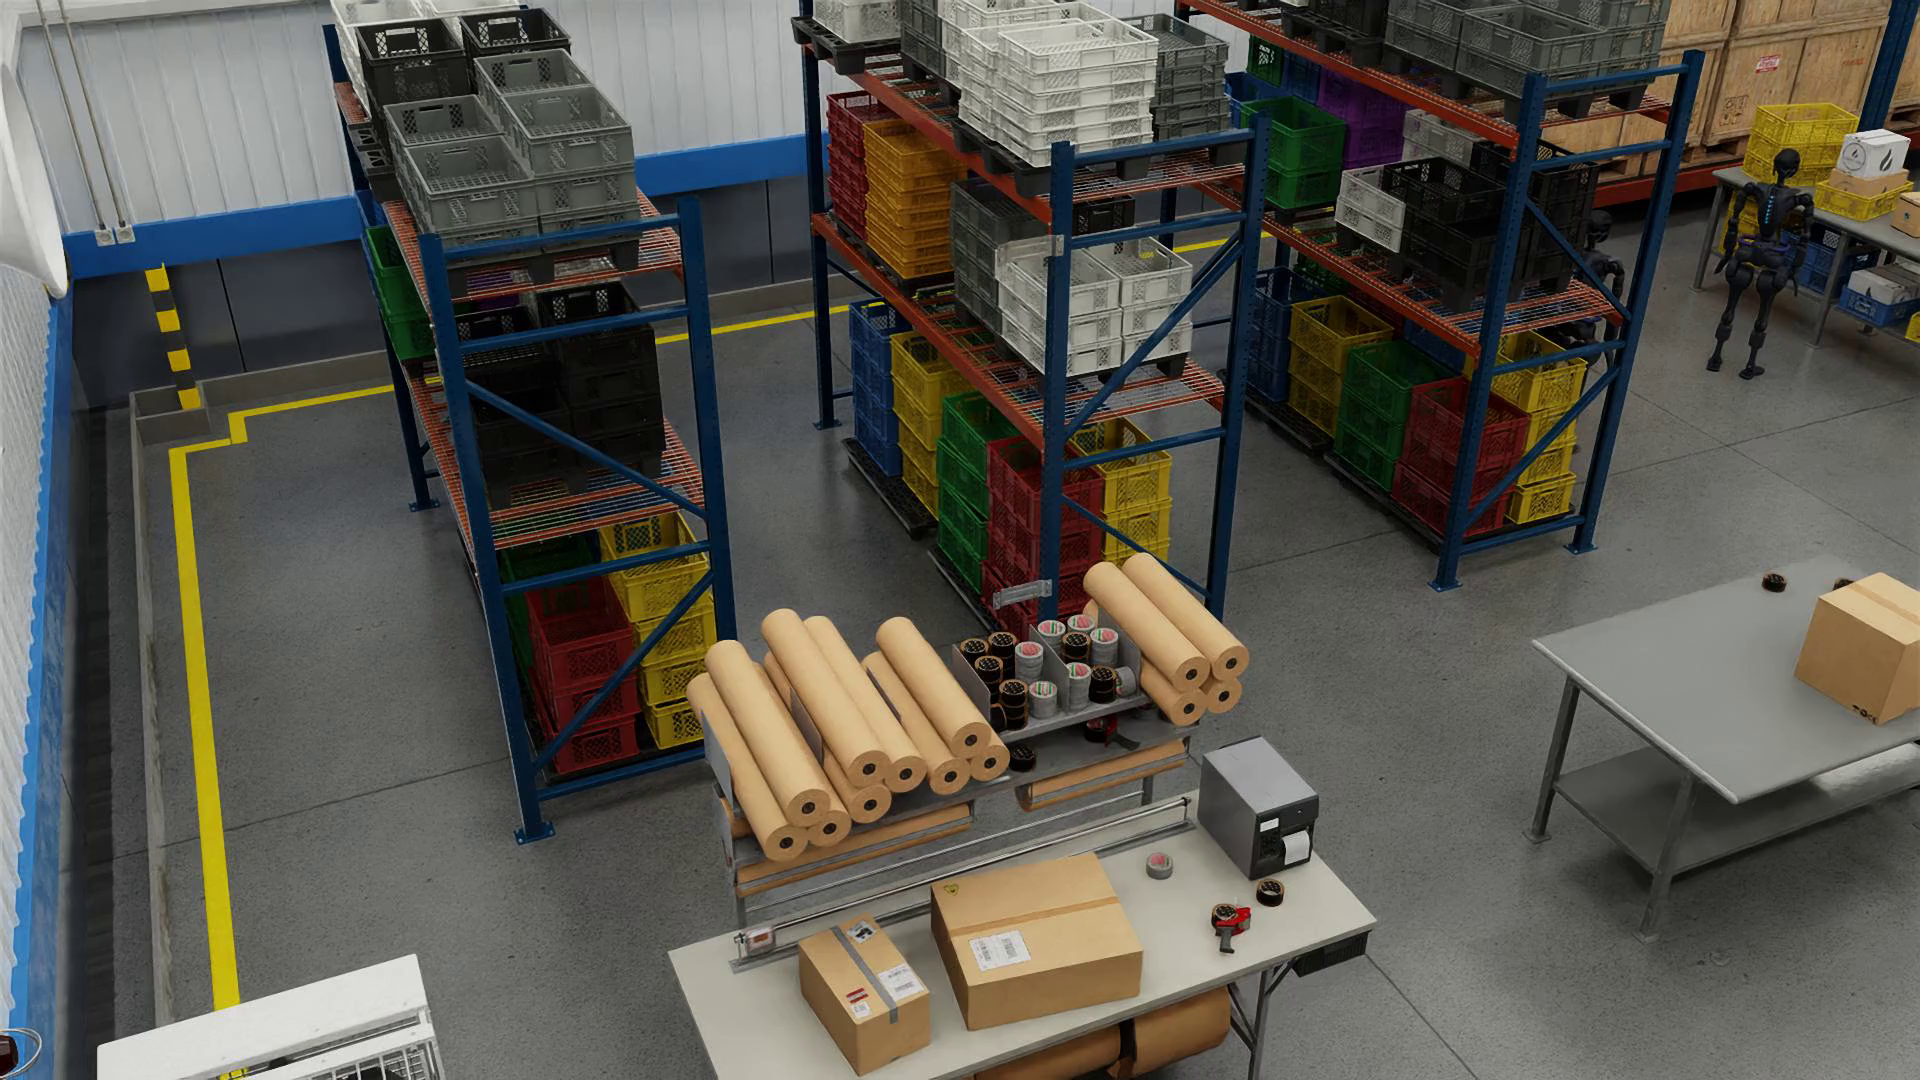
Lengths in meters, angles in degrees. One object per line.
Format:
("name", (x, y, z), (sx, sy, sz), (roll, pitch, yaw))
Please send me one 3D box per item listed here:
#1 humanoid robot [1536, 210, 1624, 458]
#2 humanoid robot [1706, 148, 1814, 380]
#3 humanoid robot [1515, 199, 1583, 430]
("humanoid robot", (3.991, -1.347, 10.804), (0.309, 1.656, 0.600), (-22, 38, -31))
("humanoid robot", (5.685, -1.971, 11.815), (0.589, 1.657, 0.327), (22, 38, 31))
("humanoid robot", (3.881, -1.533, 11.116), (0.351, 1.647, 0.574), (26, 40, 36))
